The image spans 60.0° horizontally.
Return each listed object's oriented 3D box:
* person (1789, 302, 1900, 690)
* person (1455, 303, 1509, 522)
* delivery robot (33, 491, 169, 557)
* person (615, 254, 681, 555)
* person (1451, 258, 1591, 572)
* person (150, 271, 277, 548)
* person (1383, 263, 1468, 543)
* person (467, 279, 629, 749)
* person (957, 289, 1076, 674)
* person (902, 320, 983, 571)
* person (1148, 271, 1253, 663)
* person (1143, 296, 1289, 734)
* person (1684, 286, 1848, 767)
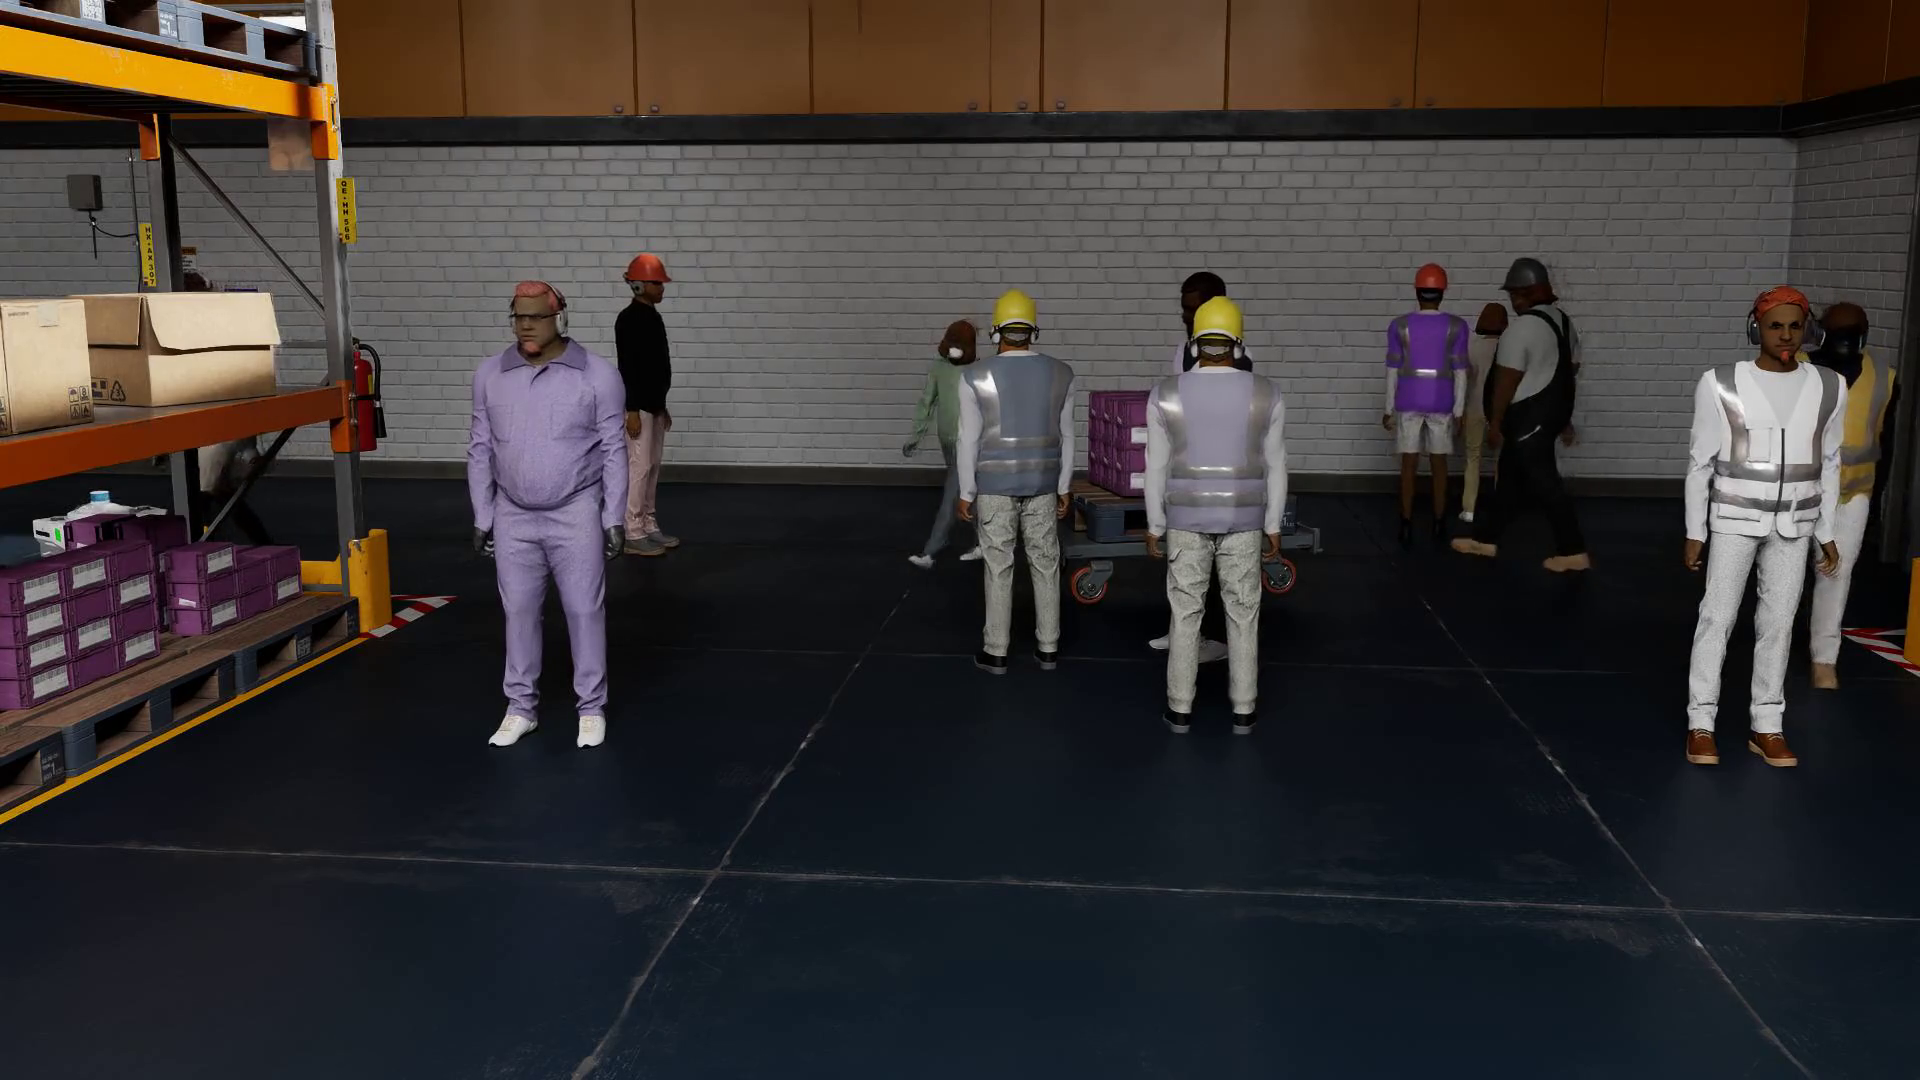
[{"bbox_3d":[4.122,-0.253,8.010,0.639,1.791,0.995,4,11,20],"label":"person"},{"bbox_3d":[3.925,-0.938,12.346,0.500,1.633,0.281,2,10,13],"label":"person"},{"bbox_3d":[-5.214,-0.055,10.111,0.477,0.478,0.707,8,12,37],"label":"delivery robot"},{"bbox_3d":[-2.081,-0.902,11.132,0.403,1.988,0.644,2,10,9],"label":"person"},{"bbox_3d":[3.642,-0.836,10.601,1.038,2.000,0.679,9,14,43],"label":"person"},{"bbox_3d":[-4.342,-0.607,9.648,0.606,1.917,1.020,6,12,31],"label":"person"},{"bbox_3d":[3.212,-0.938,11.495,0.549,1.937,0.372,3,10,15],"label":"person"},{"bbox_3d":[-1.672,-0.093,6.733,0.652,1.904,0.402,1,10,3],"label":"person"},{"bbox_3d":[0.261,-0.272,7.959,0.591,1.834,0.404,-3,10,-14],"label":"person"},{"bbox_3d":[-0.042,-0.600,10.560,0.524,1.578,0.868,10,14,44],"label":"person"},{"bbox_3d":[1.220,-0.358,8.218,0.390,1.917,0.588,-4,11,-23],"label":"person"},{"bbox_3d":[1.065,-0.093,6.945,0.606,1.829,0.404,1,10,6],"label":"person"},{"bbox_3d":[3.131,-0.043,6.504,0.583,1.882,0.337,1,10,5],"label":"person"}]
